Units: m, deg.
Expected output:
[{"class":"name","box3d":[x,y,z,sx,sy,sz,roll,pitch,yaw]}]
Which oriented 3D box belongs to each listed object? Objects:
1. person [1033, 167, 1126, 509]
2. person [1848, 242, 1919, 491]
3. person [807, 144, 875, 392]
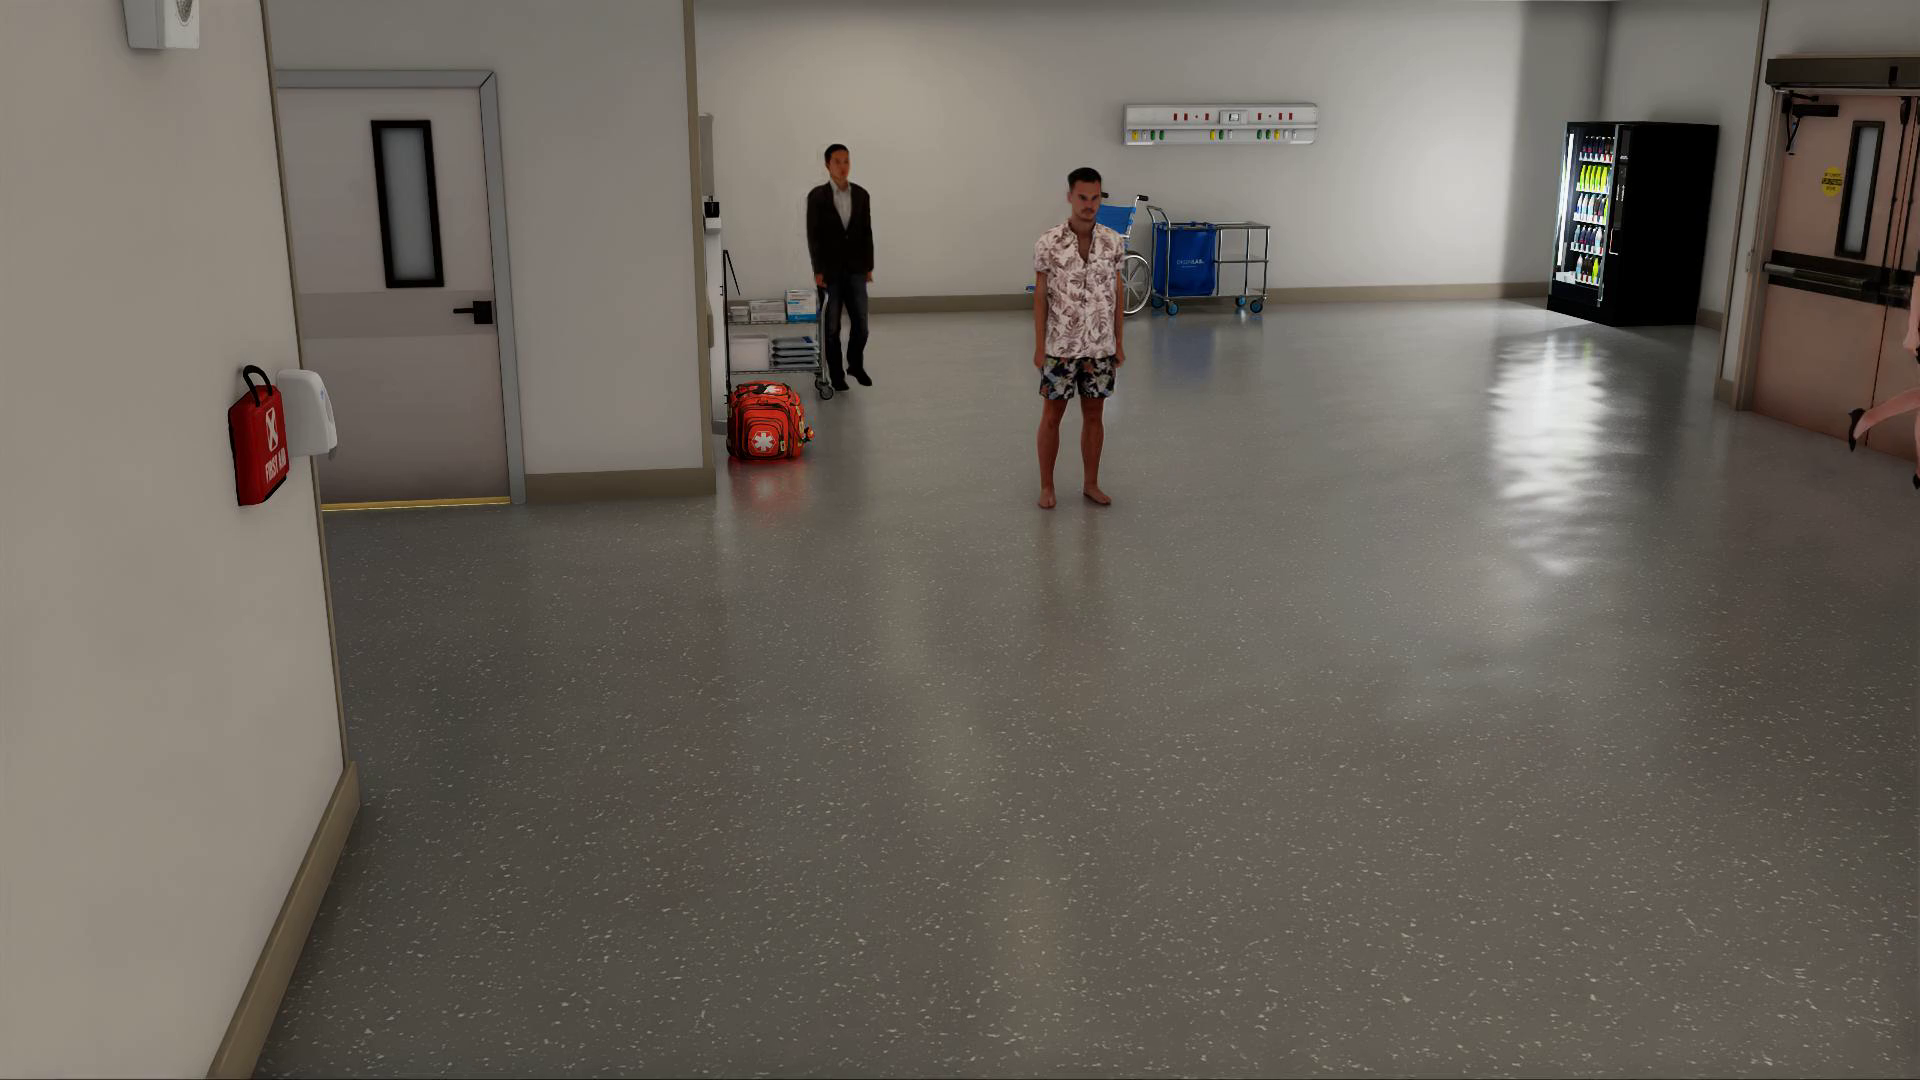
[{"class":"person","box3d":[0.633,-1.101,9.036,0.664,1.816,0.553,-3,16,-12]},{"class":"person","box3d":[5.392,-1.178,9.317,0.757,1.811,1.067,-6,17,-21]},{"class":"person","box3d":[-0.920,-2.009,12.298,0.739,1.793,0.675,-7,17,-24]}]
